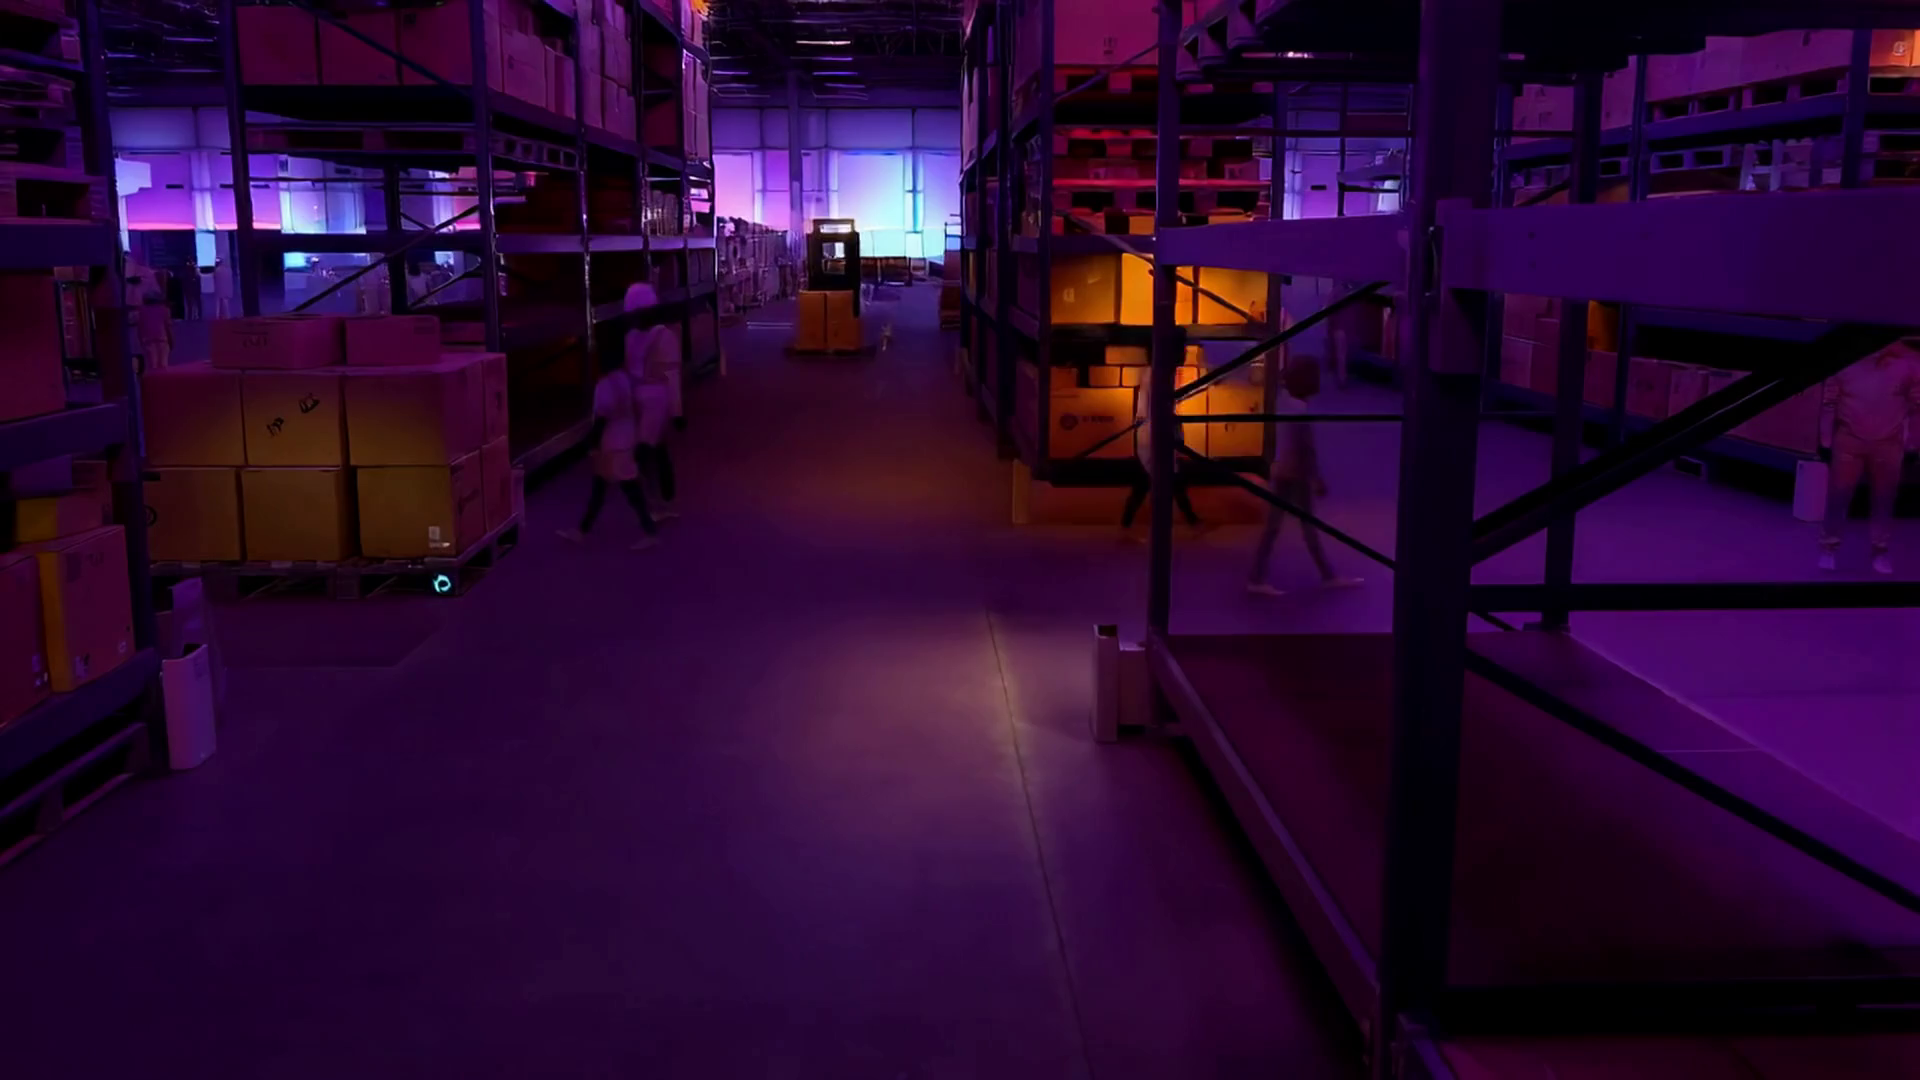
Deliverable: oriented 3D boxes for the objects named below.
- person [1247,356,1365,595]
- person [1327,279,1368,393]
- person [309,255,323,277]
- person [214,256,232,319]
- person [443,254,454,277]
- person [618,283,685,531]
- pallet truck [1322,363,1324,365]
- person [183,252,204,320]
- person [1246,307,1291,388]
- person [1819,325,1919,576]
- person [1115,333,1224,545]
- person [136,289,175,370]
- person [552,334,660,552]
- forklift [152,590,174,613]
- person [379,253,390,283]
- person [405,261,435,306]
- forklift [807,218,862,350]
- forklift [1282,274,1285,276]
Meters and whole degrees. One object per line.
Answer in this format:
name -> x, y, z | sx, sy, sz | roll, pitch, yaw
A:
person -> 2.305, -0.407, 10.959 | 0.840, 1.588, 0.517 | 1, 10, 5
person -> 6.041, -3.277, 26.078 | 0.631, 1.919, 0.833 | 0, 10, -2
person -> -26.396, -10.802, 68.304 | 1.015, 1.817, 0.532 | 4, 11, 22
person -> -22.132, -7.556, 49.916 | 0.573, 1.901, 0.747 | -8, 13, -39
person -> -21.355, -11.041, 69.522 | 0.429, 1.844, 0.627 | -4, 11, -23
person -> -2.589, -1.085, 13.579 | 0.798, 2.001, 0.668 | -8, 13, -39
pallet truck -> 7.712, -4.157, 30.737 | 1.885, 1.965, 0.823 | 3, 11, 16
person -> -22.989, -7.603, 49.817 | 0.680, 2.000, 0.536 | 7, 12, 35
person -> 3.639, -2.134, 19.691 | 0.552, 1.921, 0.436 | 0, 10, 2
person -> 6.430, -0.697, 11.752 | 0.651, 1.899, 0.398 | 5, 11, 24
person -> 1.610, -0.772, 12.843 | 0.885, 1.643, 0.550 | 0, 10, -1
person -> -12.716, -3.159, 26.283 | 0.523, 1.585, 0.825 | -5, 11, -27
person -> -2.674, -0.721, 12.541 | 0.858, 1.642, 0.549 | 0, 10, 1
forklift -> -5.858, -0.811, 9.639 | 1.873, 2.768, 1.129 | -1, 10, -3
person -> -21.538, -9.783, 62.319 | 0.398, 1.919, 0.582 | 1, 10, 4
person -> -12.384, -5.447, 38.184 | 0.630, 1.899, 0.971 | -4, 11, -21
forklift -> -2.633, -5.344, 34.890 | 1.129, 2.768, 1.873 | 0, 10, -2
forklift -> 12.240, -10.302, 62.509 | 1.129, 2.768, 1.873 | 0, 10, -2
